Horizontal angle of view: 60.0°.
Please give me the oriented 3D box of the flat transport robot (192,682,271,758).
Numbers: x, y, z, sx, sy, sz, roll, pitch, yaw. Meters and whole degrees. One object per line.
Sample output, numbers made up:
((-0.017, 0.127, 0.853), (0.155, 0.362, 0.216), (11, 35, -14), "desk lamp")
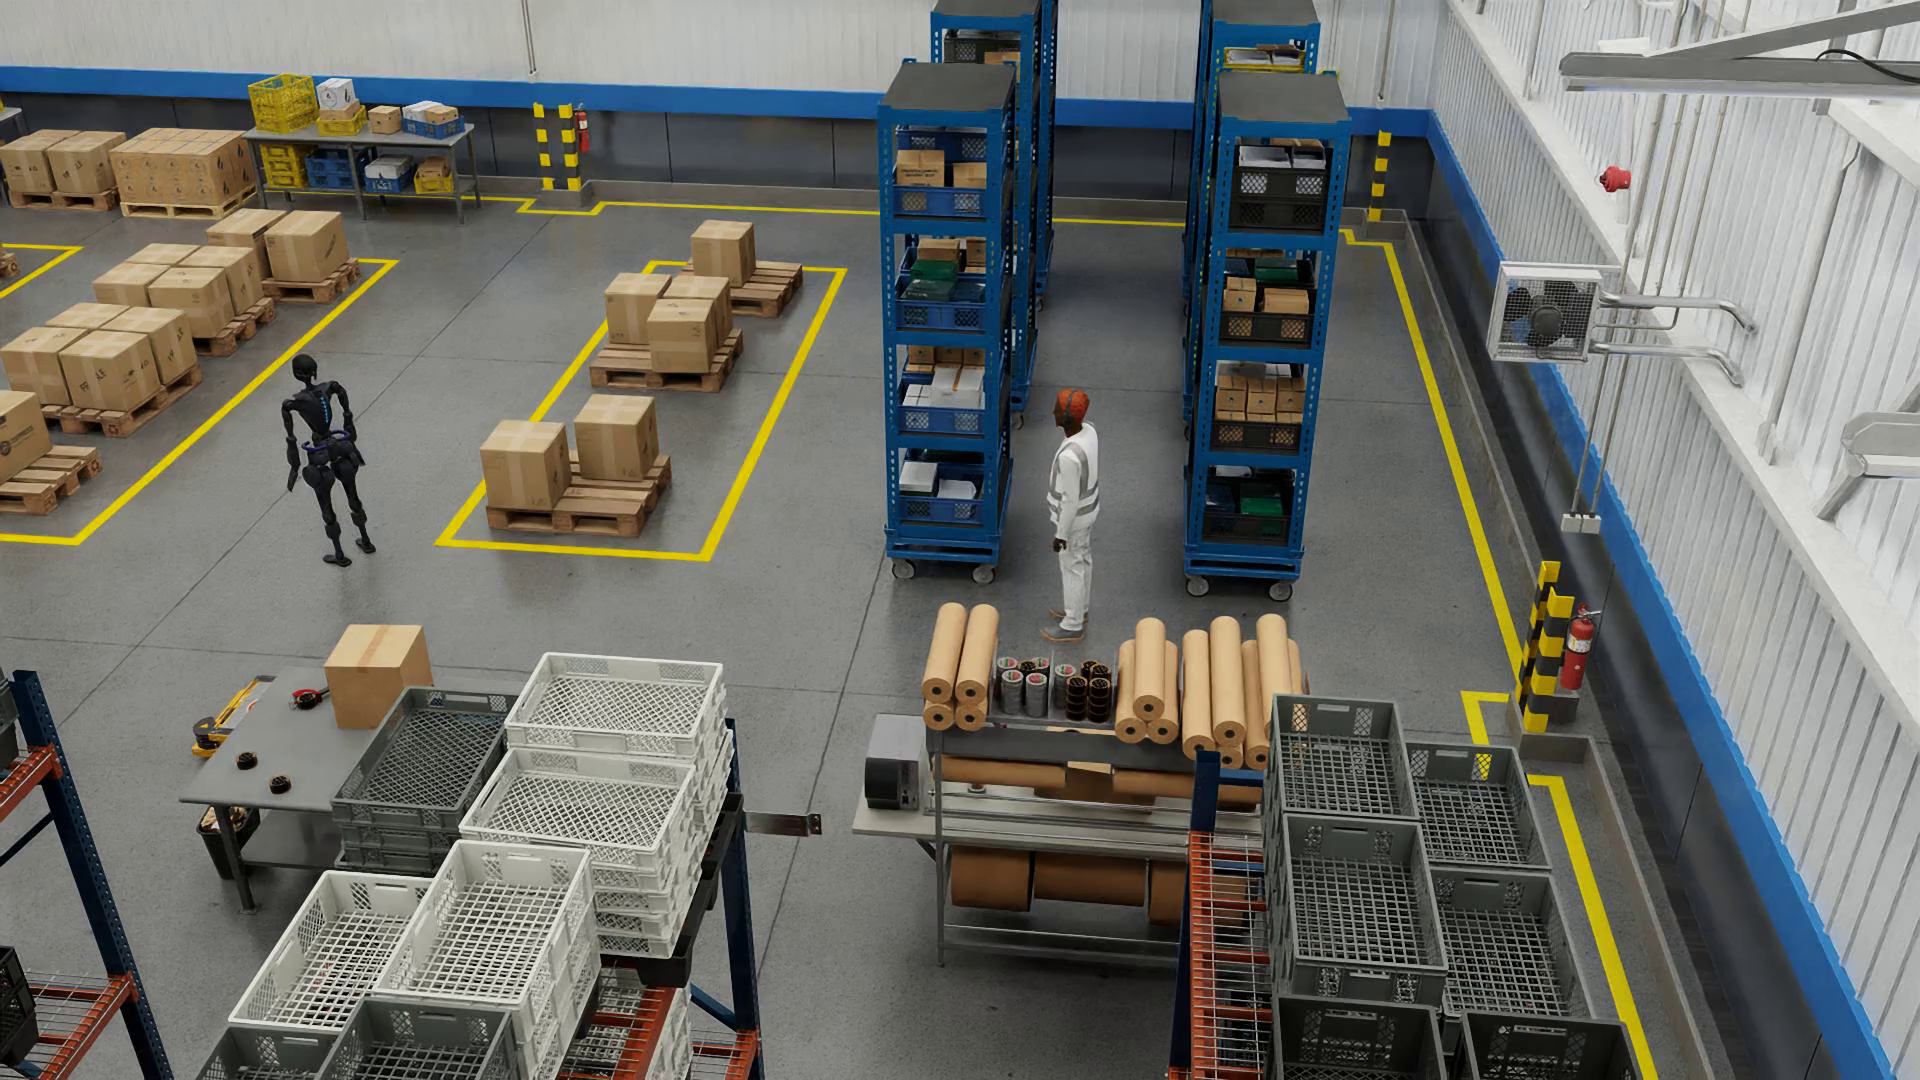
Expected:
((-4.089, 1.163, 10.648), (1.431, 0.197, 0.652), (3, 30, 6), "flat transport robot")

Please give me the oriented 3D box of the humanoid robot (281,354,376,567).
((-4.694, -0.606, 12.299), (0.331, 1.657, 0.600), (21, 36, 32), "humanoid robot")

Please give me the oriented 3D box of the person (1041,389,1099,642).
((0.758, -0.162, 11.348), (0.361, 1.882, 0.574), (9, 31, 16), "person")
